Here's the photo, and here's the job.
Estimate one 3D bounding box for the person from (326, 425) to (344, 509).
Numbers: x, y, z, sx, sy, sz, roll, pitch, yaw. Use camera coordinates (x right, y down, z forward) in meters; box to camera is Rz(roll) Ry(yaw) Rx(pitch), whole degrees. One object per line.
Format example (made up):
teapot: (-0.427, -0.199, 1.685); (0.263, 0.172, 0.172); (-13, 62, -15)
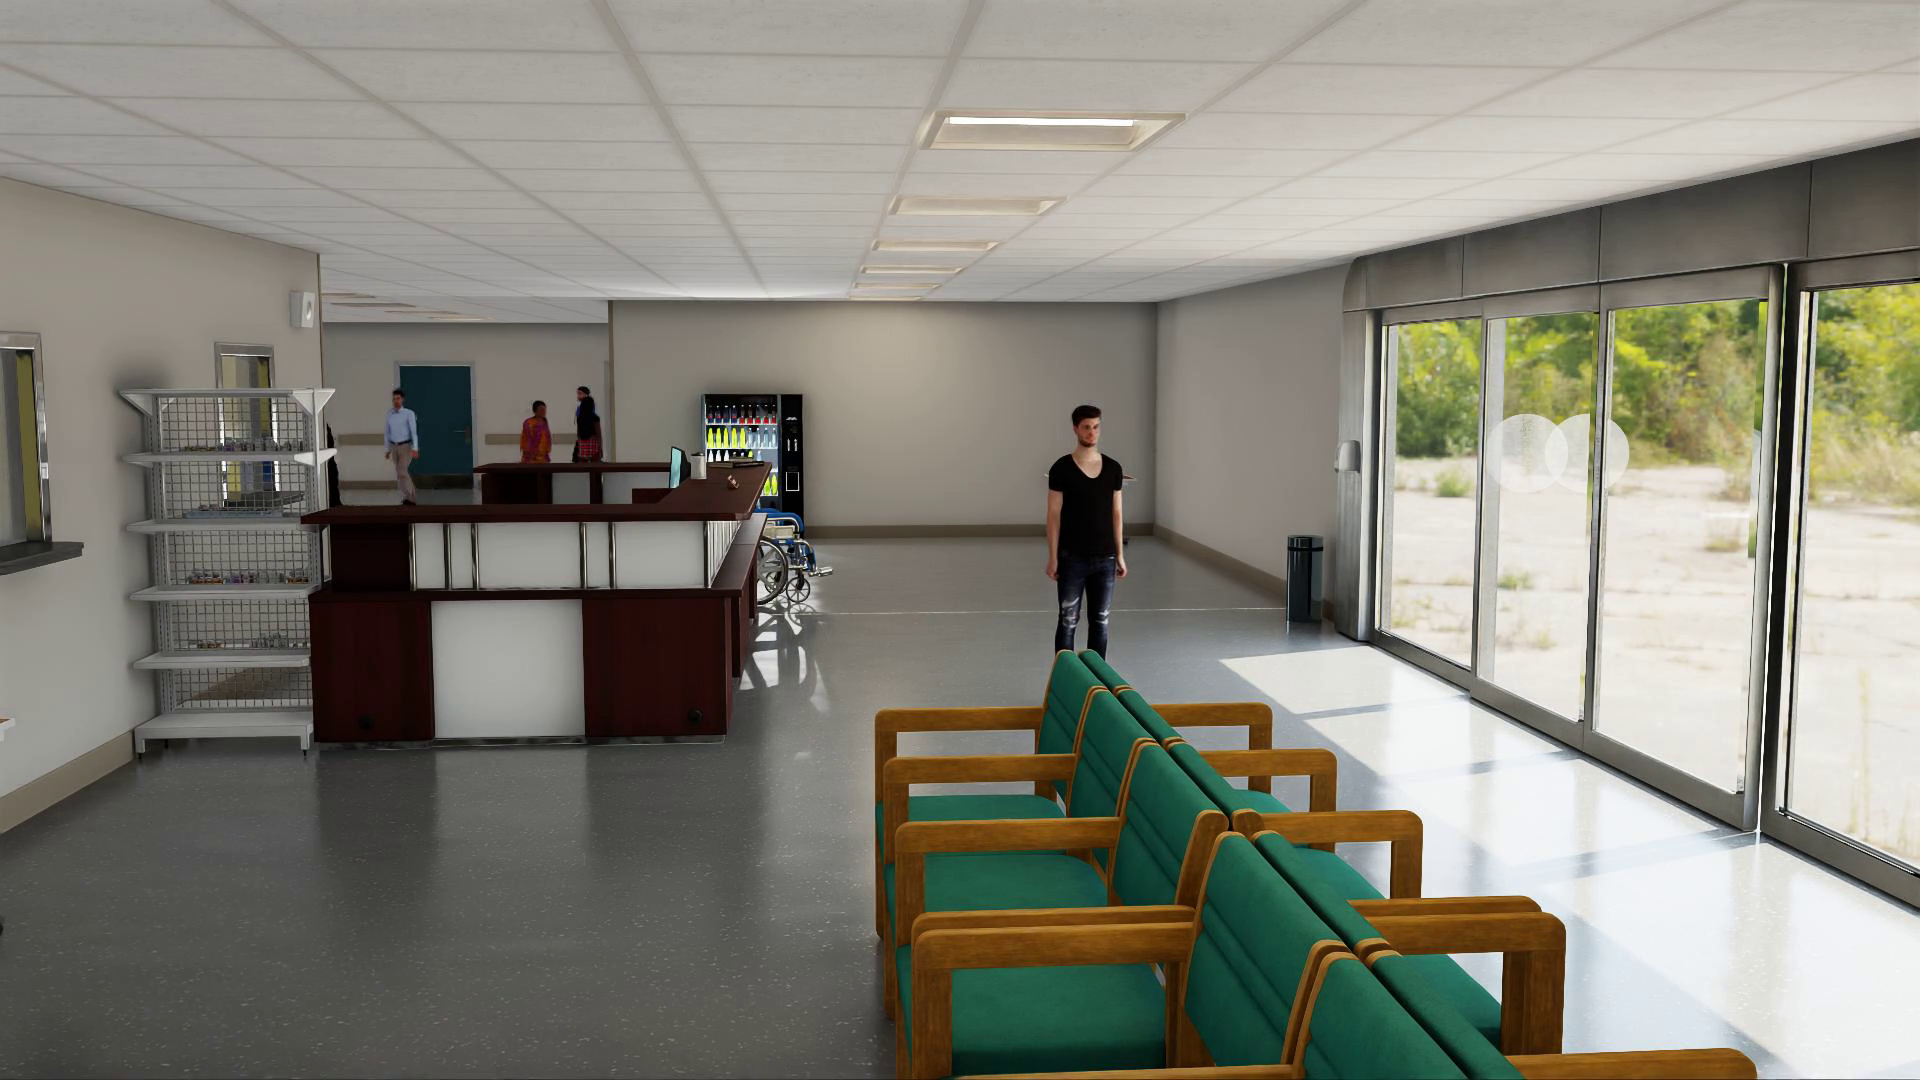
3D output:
person: (-5.620, -0.221, 14.985); (0.930, 1.623, 0.693); (-2, 6, -17)

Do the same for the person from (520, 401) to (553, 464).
person: (-6.751, -1.378, 26.371); (1.222, 1.646, 1.116); (4, 7, 33)

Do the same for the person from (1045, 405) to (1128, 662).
person: (0.784, 0.100, 10.425); (0.570, 1.896, 0.782); (-2, 6, -15)

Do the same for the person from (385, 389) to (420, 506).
person: (-8.521, -1.382, 25.541); (0.821, 1.821, 0.865); (2, 6, 19)

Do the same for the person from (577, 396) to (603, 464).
person: (-5.890, -1.426, 26.432); (0.685, 1.728, 0.777); (3, 6, 24)

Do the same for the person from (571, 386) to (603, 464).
person: (-6.195, -1.632, 27.994); (1.179, 1.827, 1.257); (5, 8, 41)
